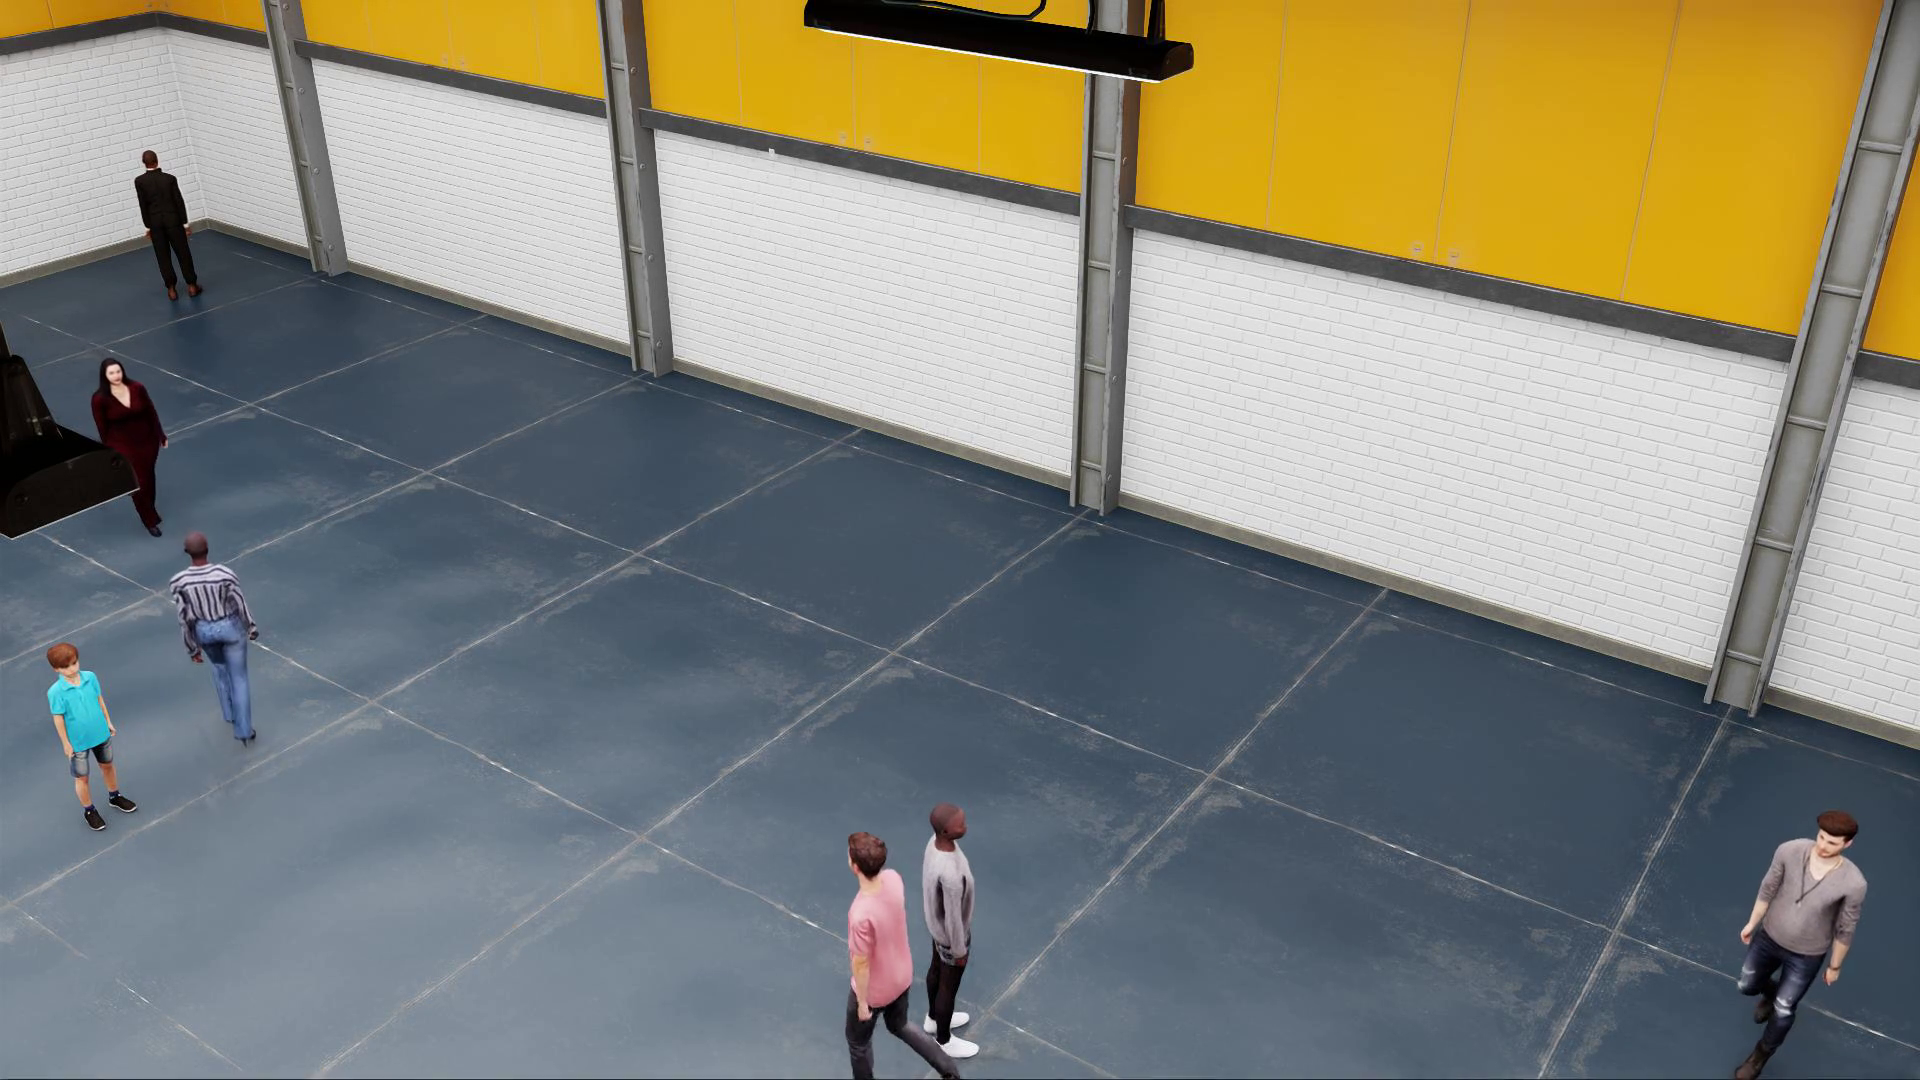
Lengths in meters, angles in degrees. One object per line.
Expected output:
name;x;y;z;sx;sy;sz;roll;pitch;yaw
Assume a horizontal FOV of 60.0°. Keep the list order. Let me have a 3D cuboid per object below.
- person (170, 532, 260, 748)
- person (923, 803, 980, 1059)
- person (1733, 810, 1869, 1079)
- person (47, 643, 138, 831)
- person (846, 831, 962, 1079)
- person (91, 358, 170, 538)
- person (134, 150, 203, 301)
person;-5.556;0.797;12.481;0.819;1.776;0.879;-5;29;-9
person;-0.083;2.270;9.785;0.745;1.771;0.678;-6;29;-10
person;4.858;2.287;9.631;0.904;1.890;0.945;-23;36;-36
person;-6.206;1.358;11.795;0.478;1.449;0.516;17;33;29
person;-0.359;2.477;9.236;1.100;1.935;0.732;11;31;20
person;-7.848;-0.922;15.680;0.874;1.730;0.688;20;34;32
person;-10.110;-4.017;21.173;0.804;1.904;0.831;-9;30;-16
